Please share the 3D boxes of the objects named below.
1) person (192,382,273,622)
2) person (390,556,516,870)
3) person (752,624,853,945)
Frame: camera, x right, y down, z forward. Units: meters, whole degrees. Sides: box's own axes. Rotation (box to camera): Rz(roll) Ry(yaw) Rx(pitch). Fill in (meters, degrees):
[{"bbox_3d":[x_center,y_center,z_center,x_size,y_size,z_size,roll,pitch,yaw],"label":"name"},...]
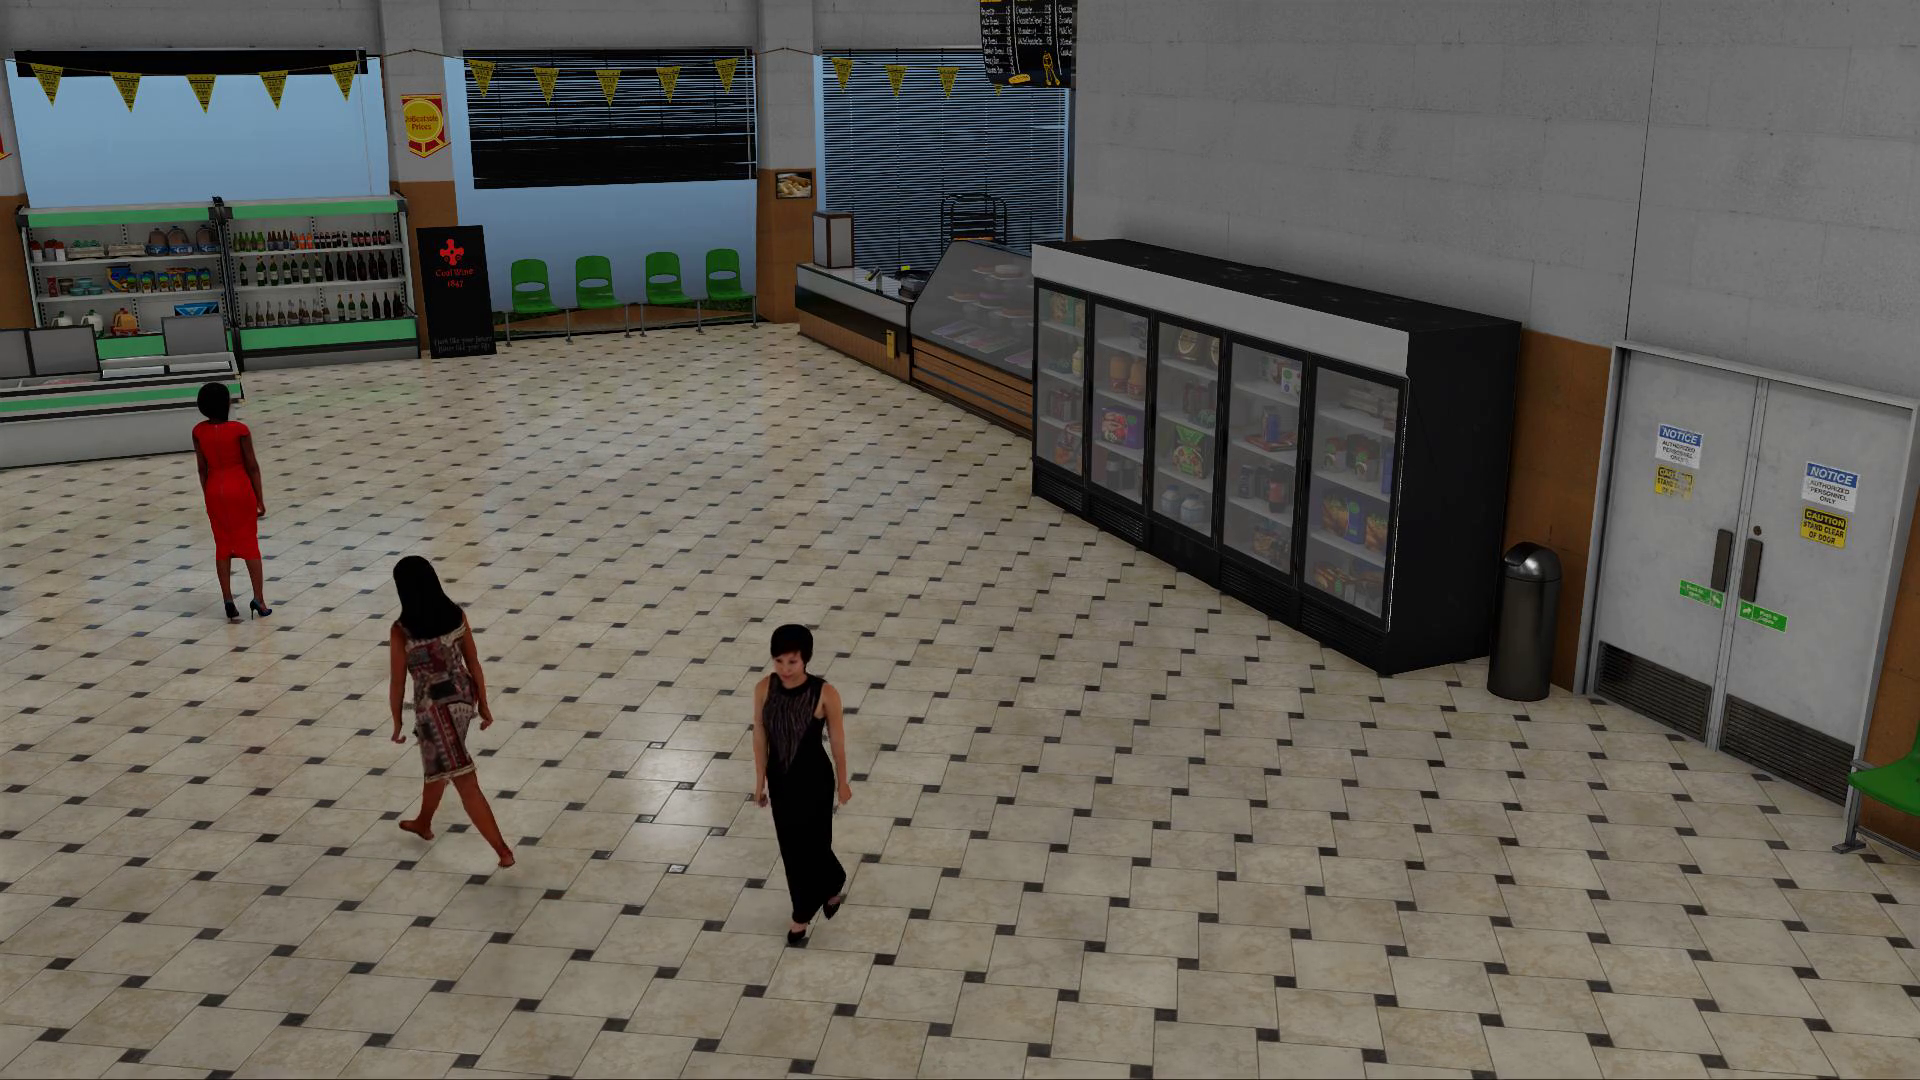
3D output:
[{"bbox_3d":[-5.227,-0.275,11.922,0.551,1.744,0.690,-1,17,-4],"label":"person"},{"bbox_3d":[-2.507,0.913,8.292,1.033,1.580,1.205,14,22,38],"label":"person"},{"bbox_3d":[-0.708,1.090,7.709,0.760,1.581,0.819,6,18,18],"label":"person"}]
